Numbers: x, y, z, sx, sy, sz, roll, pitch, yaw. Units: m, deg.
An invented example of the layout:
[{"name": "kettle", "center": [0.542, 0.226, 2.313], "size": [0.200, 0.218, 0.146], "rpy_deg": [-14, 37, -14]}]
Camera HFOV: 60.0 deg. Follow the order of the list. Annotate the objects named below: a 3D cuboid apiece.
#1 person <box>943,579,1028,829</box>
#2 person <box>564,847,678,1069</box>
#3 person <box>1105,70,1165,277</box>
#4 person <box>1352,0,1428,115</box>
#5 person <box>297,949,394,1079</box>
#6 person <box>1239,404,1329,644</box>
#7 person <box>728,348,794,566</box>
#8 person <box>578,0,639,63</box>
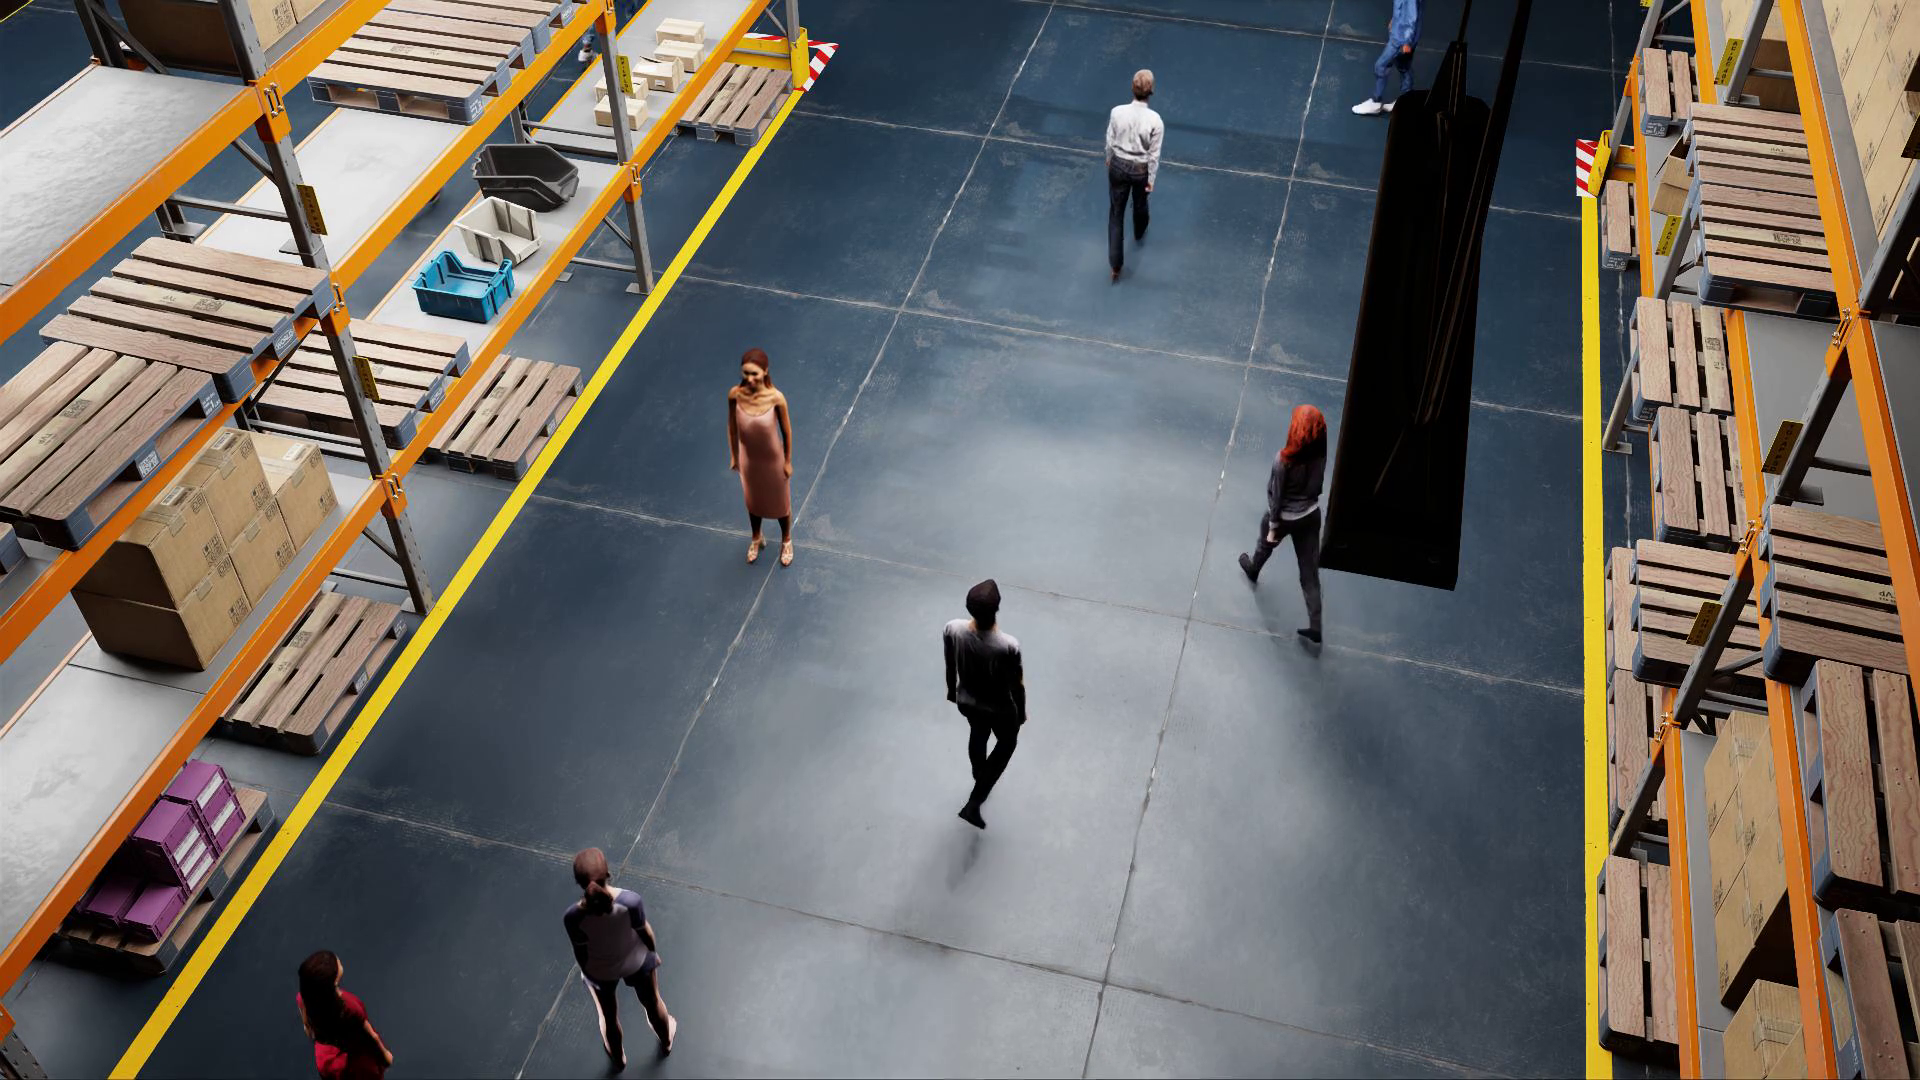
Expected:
[{"name": "person", "center": [0.124, 1.010, 9.853], "size": [0.811, 1.847, 0.995], "rpy_deg": [20, 47, 20]}, {"name": "person", "center": [-1.790, 2.193, 8.670], "size": [0.675, 1.765, 0.704], "rpy_deg": [-11, 45, -12]}, {"name": "person", "center": [1.438, -3.114, 14.234], "size": [0.663, 1.775, 1.164], "rpy_deg": [11, 45, 12]}, {"name": "person", "center": [4.401, -4.934, 16.135], "size": [0.746, 1.787, 0.737], "rpy_deg": [9, 44, 9]}, {"name": "person", "center": [-3.117, 2.640, 8.366], "size": [0.563, 1.536, 0.773], "rpy_deg": [14, 45, 14]}, {"name": "person", "center": [2.261, -0.077, 11.084], "size": [1.105, 1.722, 1.286], "rpy_deg": [-15, 46, -16]}, {"name": "person", "center": [-1.361, -0.568, 11.520], "size": [0.606, 1.831, 0.542], "rpy_deg": [6, 44, 6]}, {"name": "person", "center": [-3.693, -5.710, 16.971], "size": [1.077, 1.759, 1.308], "rpy_deg": [34, 53, 31]}]
